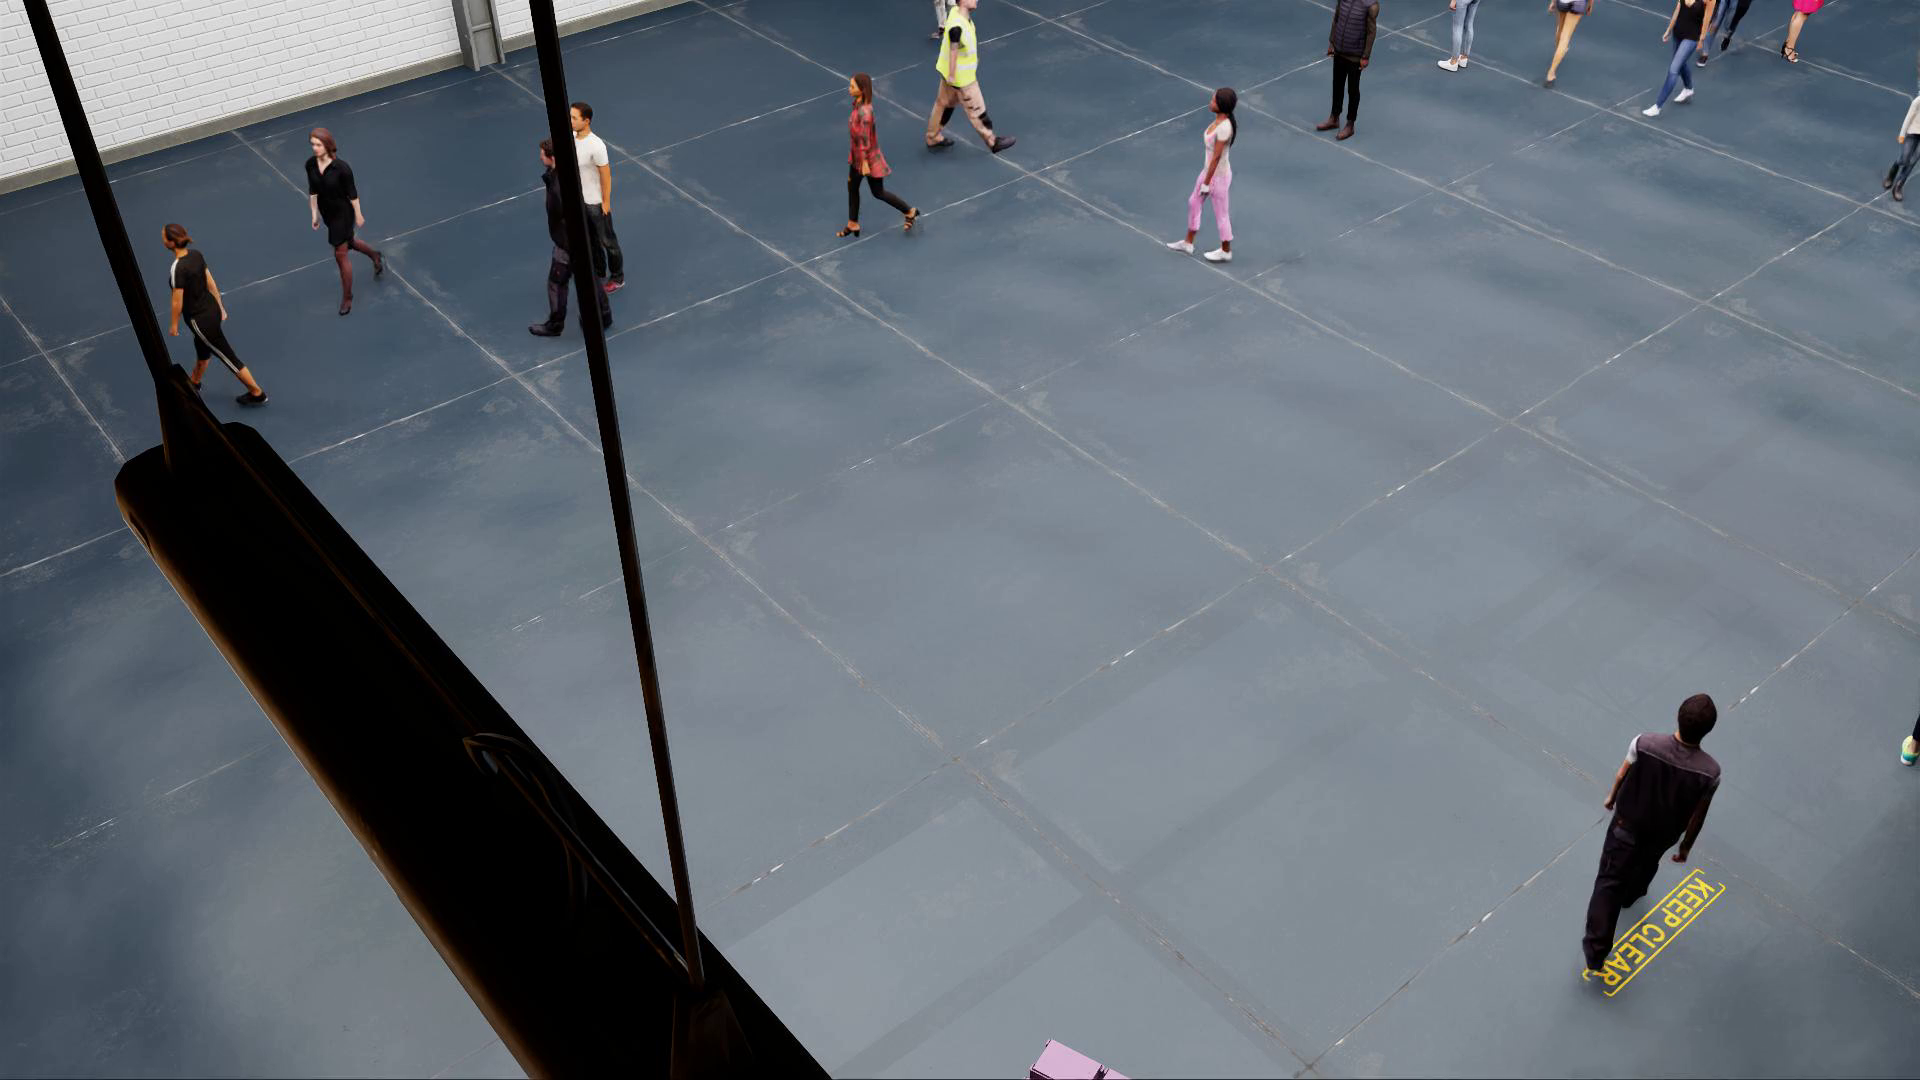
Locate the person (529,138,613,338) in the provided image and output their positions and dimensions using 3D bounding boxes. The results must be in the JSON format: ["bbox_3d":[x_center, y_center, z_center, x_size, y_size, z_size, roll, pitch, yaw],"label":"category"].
[{"bbox_3d":[-3.283,-2.607,14.410,1.115,1.811,1.011,-6,39,-7],"label":"person"}]

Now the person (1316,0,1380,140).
[{"bbox_3d":[4.138,-5.168,17.598,0.554,1.835,0.706,-25,45,-28],"label":"person"}]

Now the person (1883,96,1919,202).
[{"bbox_3d":[9.577,-4.065,16.639,0.628,1.308,0.696,8,39,10],"label":"person"}]

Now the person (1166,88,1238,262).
[{"bbox_3d":[2.474,-3.357,15.420,0.968,1.723,0.911,4,39,4],"label":"person"}]

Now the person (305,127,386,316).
[{"bbox_3d":[-5.533,-2.925,14.926,0.946,1.664,1.156,13,40,16],"label":"person"}]

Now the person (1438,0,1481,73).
[{"bbox_3d":[5.804,-6.232,19.035,0.435,1.704,0.684,-26,45,-29],"label":"person"}]

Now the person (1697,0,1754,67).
[{"bbox_3d":[8.917,-6.287,19.133,0.746,1.668,0.889,26,46,29],"label":"person"}]

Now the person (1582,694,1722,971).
[{"bbox_3d":[3.751,1.613,9.125,0.965,1.812,1.261,17,42,20],"label":"person"}]

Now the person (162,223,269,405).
[{"bbox_3d":[-6.071,-1.791,13.539,1.122,1.623,1.026,1,39,1],"label":"person"}]

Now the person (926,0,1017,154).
[{"bbox_3d":[-0.070,-4.834,17.222,1.280,1.783,1.134,-2,39,-3],"label":"person"}]

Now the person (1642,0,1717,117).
[{"bbox_3d":[7.979,-5.499,18.133,1.158,1.684,0.788,-15,41,-18],"label":"person"}]

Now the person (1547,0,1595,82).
[{"bbox_3d":[6.891,-6.016,18.789,0.880,1.674,1.234,20,43,23],"label":"person"}]

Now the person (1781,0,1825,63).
[{"bbox_3d":[9.885,-6.439,19.274,0.713,1.728,0.610,15,41,18],"label":"person"}]

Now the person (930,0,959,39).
[{"bbox_3d":[-0.181,-6.786,19.662,0.771,1.788,0.779,16,41,19],"label":"person"}]

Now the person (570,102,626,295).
[{"bbox_3d":[-3.320,-3.109,15.044,0.684,1.804,0.618,24,45,27],"label":"person"}]

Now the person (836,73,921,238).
[{"bbox_3d":[-0.799,-3.626,15.795,1.151,1.675,0.926,-9,40,-11],"label":"person"}]
